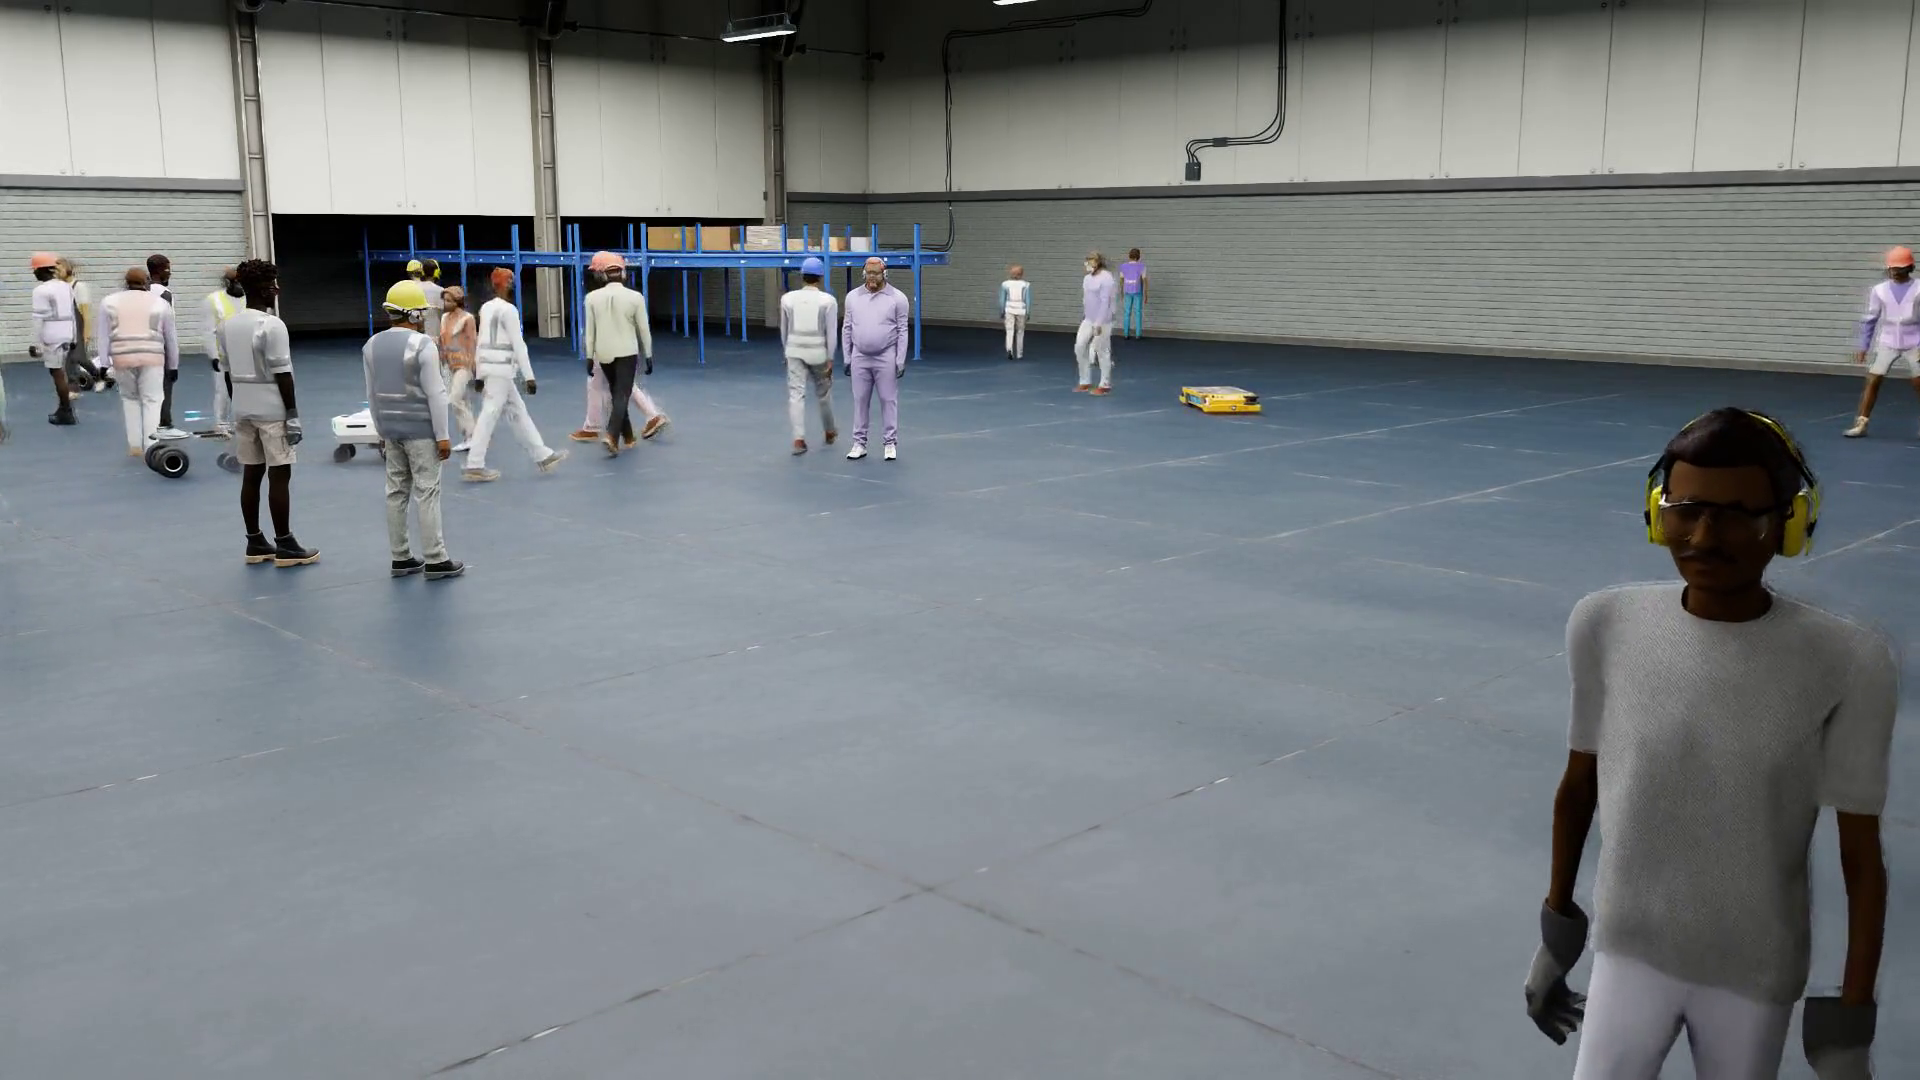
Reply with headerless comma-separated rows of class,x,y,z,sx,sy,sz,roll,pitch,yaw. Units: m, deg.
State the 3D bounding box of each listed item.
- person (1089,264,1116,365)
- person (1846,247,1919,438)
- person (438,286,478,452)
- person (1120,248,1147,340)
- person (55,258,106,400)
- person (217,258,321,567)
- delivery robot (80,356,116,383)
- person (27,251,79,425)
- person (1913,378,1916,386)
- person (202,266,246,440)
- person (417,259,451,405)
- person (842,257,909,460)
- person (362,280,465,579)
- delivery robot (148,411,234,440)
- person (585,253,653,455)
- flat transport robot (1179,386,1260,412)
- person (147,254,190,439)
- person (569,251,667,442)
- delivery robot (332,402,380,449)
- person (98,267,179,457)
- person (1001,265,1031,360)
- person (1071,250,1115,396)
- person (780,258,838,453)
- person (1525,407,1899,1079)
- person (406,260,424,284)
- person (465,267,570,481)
person,2.303,-3.681,27.195,0.523,1.639,0.308,5,11,25
person,9.799,-2.039,17.333,0.814,1.990,0.585,10,14,42
person,-4.888,-1.661,16.229,0.399,1.620,0.539,-10,14,-42
person,3.537,-5.011,33.891,0.570,1.841,0.380,4,11,23
person,-11.442,-2.735,21.527,0.527,1.823,0.529,3,11,17
person,-4.471,-0.822,10.712,0.603,1.966,0.368,6,12,29
delivery robot,-11.754,-2.388,22.962,0.707,0.478,0.477,2,11,12
person,-10.241,-2.259,18.650,0.540,1.923,0.581,1,10,8
person,13.665,-3.021,23.313,0.321,1.742,0.492,-3,11,-18
person,-7.397,-1.887,16.990,0.614,1.815,0.914,-8,13,-36
person,-6.560,-2.551,20.549,0.535,1.830,0.964,2,11,12
person,-0.813,-1.717,15.755,0.643,1.909,0.411,2,11,10
person,-3.387,-0.684,10.319,0.588,1.835,0.403,5,12,26
delivery robot,-6.873,-1.037,14.879,0.698,0.223,0.335,-7,13,-36
person,-3.349,-1.821,16.259,0.647,1.949,1.028,1,10,6
flat transport robot,3.192,-1.749,20.512,0.652,0.197,1.431,-1,10,-6
person,-8.396,-2.024,17.422,0.585,1.912,0.375,8,13,38
person,-3.545,-1.999,17.169,0.971,1.959,0.632,1,10,6
delivery robot,-5.566,-1.071,15.783,0.707,0.478,0.477,-1,11,-8
person,-7.696,-1.647,15.640,0.663,1.813,0.669,-3,11,-18
person,0.939,-3.856,28.218,0.518,1.612,0.763,2,11,9
person,1.736,-2.844,21.917,0.654,1.908,0.621,-7,13,-34
person,-1.479,-1.842,16.499,0.606,1.878,1.038,1,10,7
person,1.119,0.724,2.596,0.555,1.846,0.767,7,12,33
person,-7.557,-3.015,23.217,0.324,1.769,0.523,7,13,35
person,-3.925,-1.456,14.546,1.015,1.817,0.612,-7,12,-32
